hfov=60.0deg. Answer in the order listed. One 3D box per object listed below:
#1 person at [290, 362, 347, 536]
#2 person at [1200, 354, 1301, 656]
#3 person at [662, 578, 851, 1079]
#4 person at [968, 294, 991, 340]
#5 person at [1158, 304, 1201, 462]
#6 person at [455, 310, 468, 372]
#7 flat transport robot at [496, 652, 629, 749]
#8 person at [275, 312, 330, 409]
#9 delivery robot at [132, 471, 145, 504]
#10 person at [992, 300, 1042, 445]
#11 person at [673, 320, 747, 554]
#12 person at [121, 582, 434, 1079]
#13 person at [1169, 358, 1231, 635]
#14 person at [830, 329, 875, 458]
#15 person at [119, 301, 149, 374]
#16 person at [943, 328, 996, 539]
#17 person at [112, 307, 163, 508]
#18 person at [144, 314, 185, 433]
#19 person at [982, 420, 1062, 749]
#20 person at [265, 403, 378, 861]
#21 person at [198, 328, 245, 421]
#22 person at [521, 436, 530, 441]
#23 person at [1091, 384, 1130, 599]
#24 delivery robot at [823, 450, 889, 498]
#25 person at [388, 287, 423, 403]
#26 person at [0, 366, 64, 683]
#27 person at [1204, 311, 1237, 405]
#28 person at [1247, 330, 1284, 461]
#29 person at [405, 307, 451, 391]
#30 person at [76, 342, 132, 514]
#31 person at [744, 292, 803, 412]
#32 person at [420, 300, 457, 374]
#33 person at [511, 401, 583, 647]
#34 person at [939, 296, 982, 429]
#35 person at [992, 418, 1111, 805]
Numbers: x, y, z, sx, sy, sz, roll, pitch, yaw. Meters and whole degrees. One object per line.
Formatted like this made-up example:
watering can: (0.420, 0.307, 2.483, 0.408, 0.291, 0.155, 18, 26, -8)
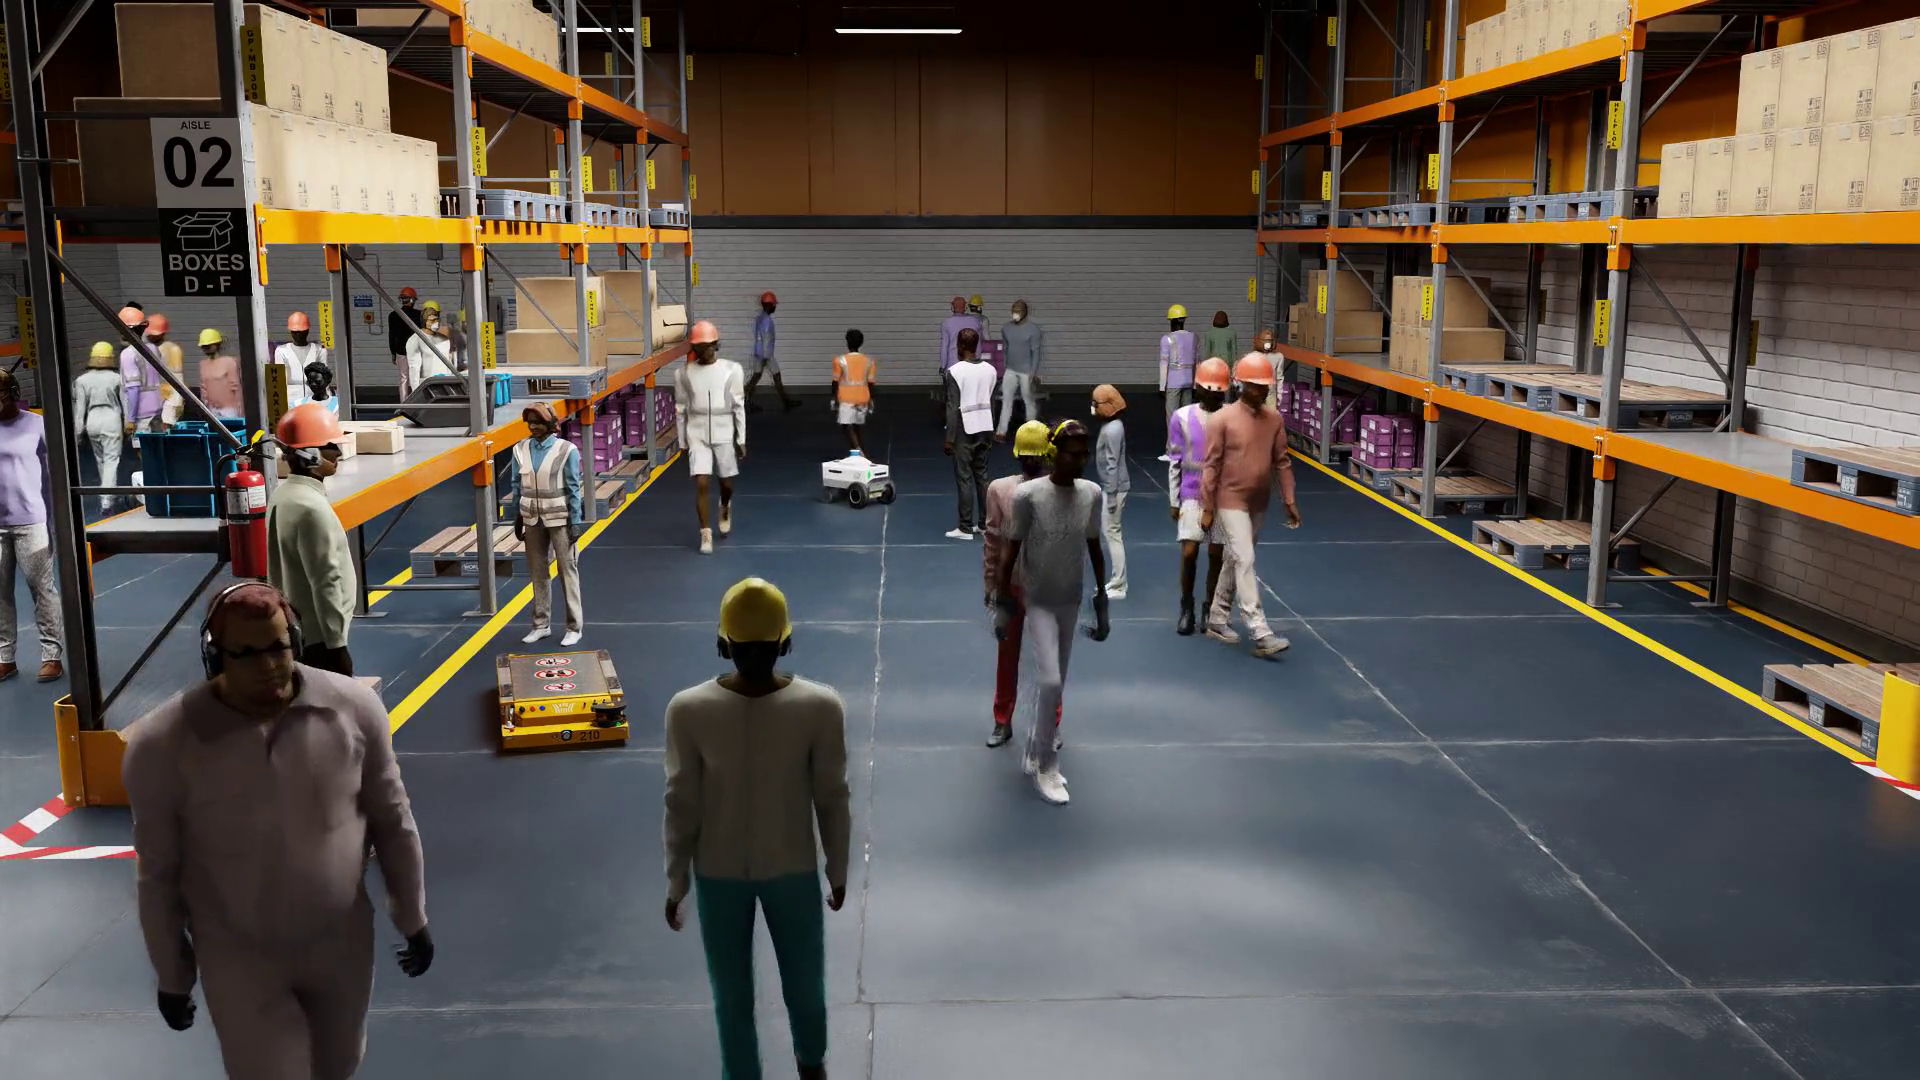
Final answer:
person: (-5.298, -0.634, 13.842, 0.532, 1.696, 0.318, -1, 10, -5)
person: (1.940, -0.229, 10.861, 0.633, 1.946, 0.977, -7, 12, -32)
person: (-0.584, 0.956, 4.823, 0.537, 1.755, 0.406, -1, 10, -3)
person: (0.260, -3.044, 26.884, 0.591, 1.833, 0.403, 7, 12, 33)
person: (2.666, -1.918, 20.379, 0.588, 1.918, 0.397, -6, 12, -31)
person: (-6.518, -2.183, 22.191, 0.603, 1.789, 0.887, -8, 13, -36)
flat transport robot: (-2.278, 0.870, 9.432, 0.652, 0.197, 1.431, -3, 11, -16)
person: (-7.044, -1.478, 17.873, 0.551, 1.933, 0.373, -4, 11, -23)
delivery robot: (-7.841, -0.536, 16.213, 0.477, 0.478, 0.707, -7, 12, -33)
person: (0.723, -2.181, 21.858, 0.642, 1.900, 0.959, 7, 12, 33)
person: (-2.176, -0.917, 14.522, 0.615, 2.019, 0.778, -1, 10, -8)
person: (-1.757, 0.992, 4.302, 0.691, 1.870, 0.880, -8, 13, -36)
person: (1.692, -0.280, 11.297, 0.546, 1.902, 0.552, 1, 10, 6)
person: (-1.229, -1.641, 19.522, 0.534, 1.670, 0.774, -6, 12, -29)
person: (-11.537, -2.423, 23.366, 0.536, 1.855, 0.372, -2, 10, -11)
person: (0.107, -0.959, 15.076, 0.399, 1.910, 0.598, 9, 14, 43)
person: (-8.059, -1.260, 16.354, 0.388, 2.045, 0.605, 0, 10, 0)
person: (-8.857, -1.556, 18.477, 0.562, 1.889, 0.690, 5, 11, 27)
person: (0.374, 0.241, 8.796, 0.523, 1.760, 0.329, 2, 10, 9)
person: (-2.779, 0.406, 7.207, 0.382, 1.996, 0.608, -8, 13, -37)
person: (-8.043, -1.439, 18.172, 0.549, 1.748, 0.480, 4, 11, 23)
person: (-5.426, -2.033, 21.267, 0.619, 1.835, 0.430, -6, 12, -31)
person: (1.132, -0.364, 12.534, 0.302, 1.621, 0.521, 1, 10, 6)
delivery robot: (-1.072, -0.676, 16.993, 0.707, 0.478, 0.477, 8, 13, 39)
person: (-8.442, -2.883, 25.567, 0.610, 1.984, 0.400, 0, 10, 0)
person: (-5.763, -0.088, 10.120, 0.635, 1.939, 0.362, -2, 10, -9)
person: (3.976, -2.678, 25.393, 0.500, 1.636, 0.286, 1, 10, 8)
person: (3.696, -1.745, 20.236, 0.495, 1.626, 0.285, -2, 10, -10)
person: (-6.059, -1.704, 19.124, 0.359, 1.938, 0.635, 5, 11, 25)
person: (-8.526, -1.120, 16.566, 0.495, 1.700, 0.867, -2, 10, -10)
person: (-3.009, -2.956, 26.256, 1.007, 1.876, 0.561, -5, 11, -25)
person: (-6.824, -2.158, 21.689, 0.381, 1.923, 0.591, 7, 12, 35)
person: (-2.746, -0.106, 11.080, 0.515, 1.635, 0.312, 3, 11, 17)
person: (-0.007, -2.520, 23.768, 0.645, 1.905, 0.400, -4, 11, -22)
person: (0.490, 0.338, 8.020, 0.559, 1.837, 0.721, -6, 12, -29)
